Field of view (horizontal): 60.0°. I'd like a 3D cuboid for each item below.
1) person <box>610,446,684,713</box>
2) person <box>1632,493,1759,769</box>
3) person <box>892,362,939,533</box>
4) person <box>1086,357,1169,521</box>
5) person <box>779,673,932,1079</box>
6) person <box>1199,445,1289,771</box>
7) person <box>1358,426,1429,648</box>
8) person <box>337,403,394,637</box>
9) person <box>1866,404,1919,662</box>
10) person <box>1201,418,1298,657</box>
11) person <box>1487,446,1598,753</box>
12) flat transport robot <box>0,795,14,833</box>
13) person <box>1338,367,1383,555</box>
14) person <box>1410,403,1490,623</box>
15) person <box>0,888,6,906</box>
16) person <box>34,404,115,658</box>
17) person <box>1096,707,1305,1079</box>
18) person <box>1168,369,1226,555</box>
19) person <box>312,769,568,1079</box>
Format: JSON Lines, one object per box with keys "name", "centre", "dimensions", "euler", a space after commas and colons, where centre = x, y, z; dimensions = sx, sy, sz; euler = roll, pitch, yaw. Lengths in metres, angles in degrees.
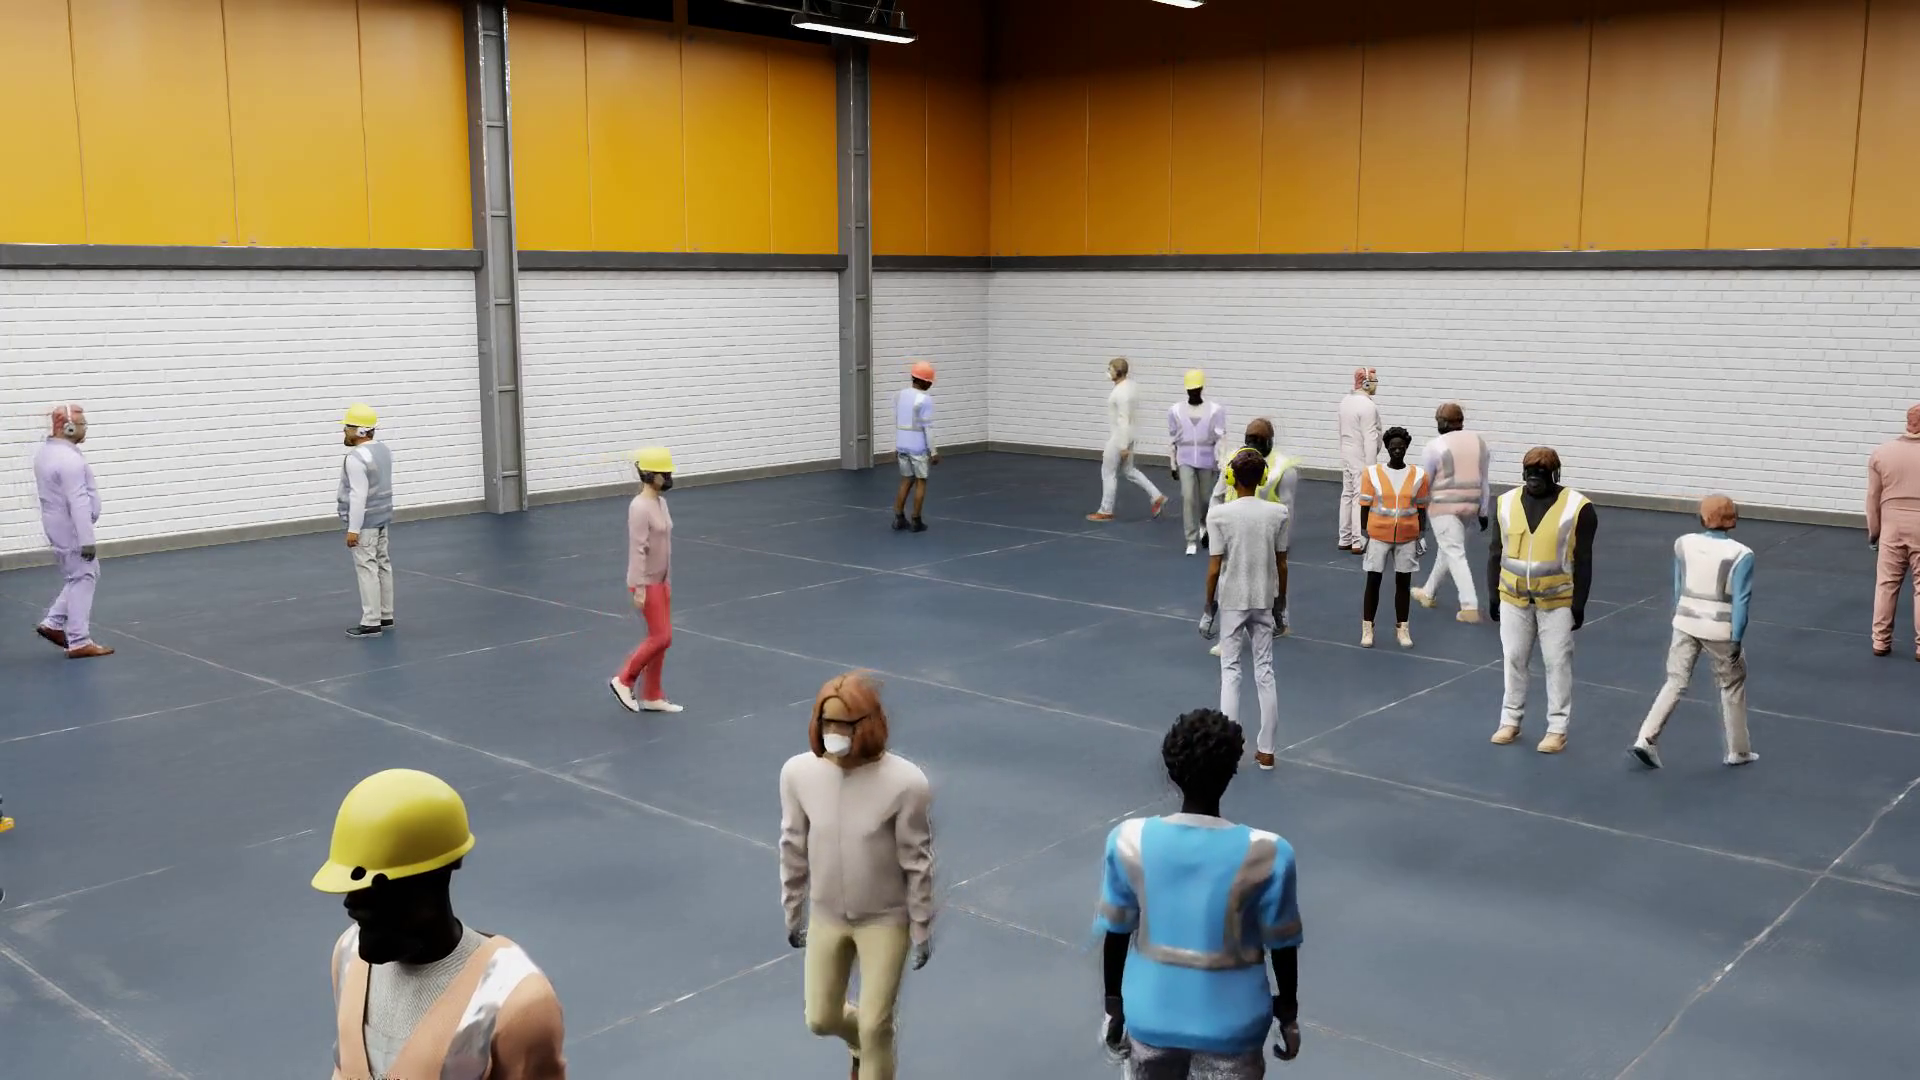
{"name": "person", "centre": [-1.971, 0.269, 10.655], "dimensions": [0.395, 1.751, 0.549], "euler": [1, 9, 8]}
{"name": "person", "centre": [4.244, 0.526, 9.529], "dimensions": [0.798, 1.601, 0.512], "euler": [-6, 11, -33]}
{"name": "person", "centre": [-0.487, -1.007, 18.283], "dimensions": [0.404, 1.895, 0.572], "euler": [-8, 12, -41]}
{"name": "person", "centre": [1.938, -1.151, 19.097], "dimensions": [0.877, 1.916, 0.626], "euler": [2, 9, 13]}
{"name": "person", "centre": [-0.307, 1.191, 5.316], "dimensions": [0.510, 1.619, 0.549], "euler": [3, 9, 16]}
{"name": "person", "centre": [1.625, 0.395, 9.511], "dimensions": [0.519, 1.874, 0.327], "euler": [-2, 9, -10]}
{"name": "person", "centre": [3.289, -0.019, 12.651], "dimensions": [0.533, 1.697, 0.319], "euler": [1, 9, 5]}
{"name": "person", "centre": [-4.673, -0.156, 13.073], "dimensions": [0.404, 1.835, 0.600], "euler": [1, 9, 4]}
{"name": "person", "centre": [7.034, -0.057, 12.260], "dimensions": [0.405, 1.903, 0.636], "euler": [-8, 12, -42]}
{"name": "person", "centre": [2.242, -0.047, 12.595], "dimensions": [0.999, 1.786, 0.626], "euler": [-8, 12, -41]}
{"name": "person", "centre": [3.445, 0.349, 9.934], "dimensions": [0.619, 1.836, 0.431], "euler": [7, 11, 36]}
{"name": "flat transport robot", "centre": [-5.552, 1.388, 8.282], "dimensions": [1.431, 0.197, 0.652], "euler": [3, 9, 16]}
{"name": "person", "centre": [4.100, -0.807, 16.945], "dimensions": [0.406, 1.906, 0.654], "euler": [-2, 9, -11]}
{"name": "person", "centre": [4.046, -0.240, 13.780], "dimensions": [0.635, 1.783, 0.999], "euler": [-4, 10, -23]}
{"name": "person", "centre": [-4.529, 0.773, 7.263], "dimensions": [0.599, 1.827, 0.403], "euler": [-2, 9, -14]}
{"name": "person", "centre": [-6.538, -0.062, 12.307], "dimensions": [0.426, 1.889, 0.675], "euler": [-9, 12, -43]}
{"name": "person", "centre": [0.645, 1.288, 4.481], "dimensions": [0.543, 1.684, 0.383], "euler": [4, 10, 25]}
{"name": "person", "centre": [2.430, -0.827, 17.132], "dimensions": [0.598, 1.891, 0.845], "euler": [1, 9, 8]}
{"name": "person", "centre": [-1.009, 1.370, 3.214], "dimensions": [0.592, 1.925, 0.385], "euler": [6, 11, 31]}
